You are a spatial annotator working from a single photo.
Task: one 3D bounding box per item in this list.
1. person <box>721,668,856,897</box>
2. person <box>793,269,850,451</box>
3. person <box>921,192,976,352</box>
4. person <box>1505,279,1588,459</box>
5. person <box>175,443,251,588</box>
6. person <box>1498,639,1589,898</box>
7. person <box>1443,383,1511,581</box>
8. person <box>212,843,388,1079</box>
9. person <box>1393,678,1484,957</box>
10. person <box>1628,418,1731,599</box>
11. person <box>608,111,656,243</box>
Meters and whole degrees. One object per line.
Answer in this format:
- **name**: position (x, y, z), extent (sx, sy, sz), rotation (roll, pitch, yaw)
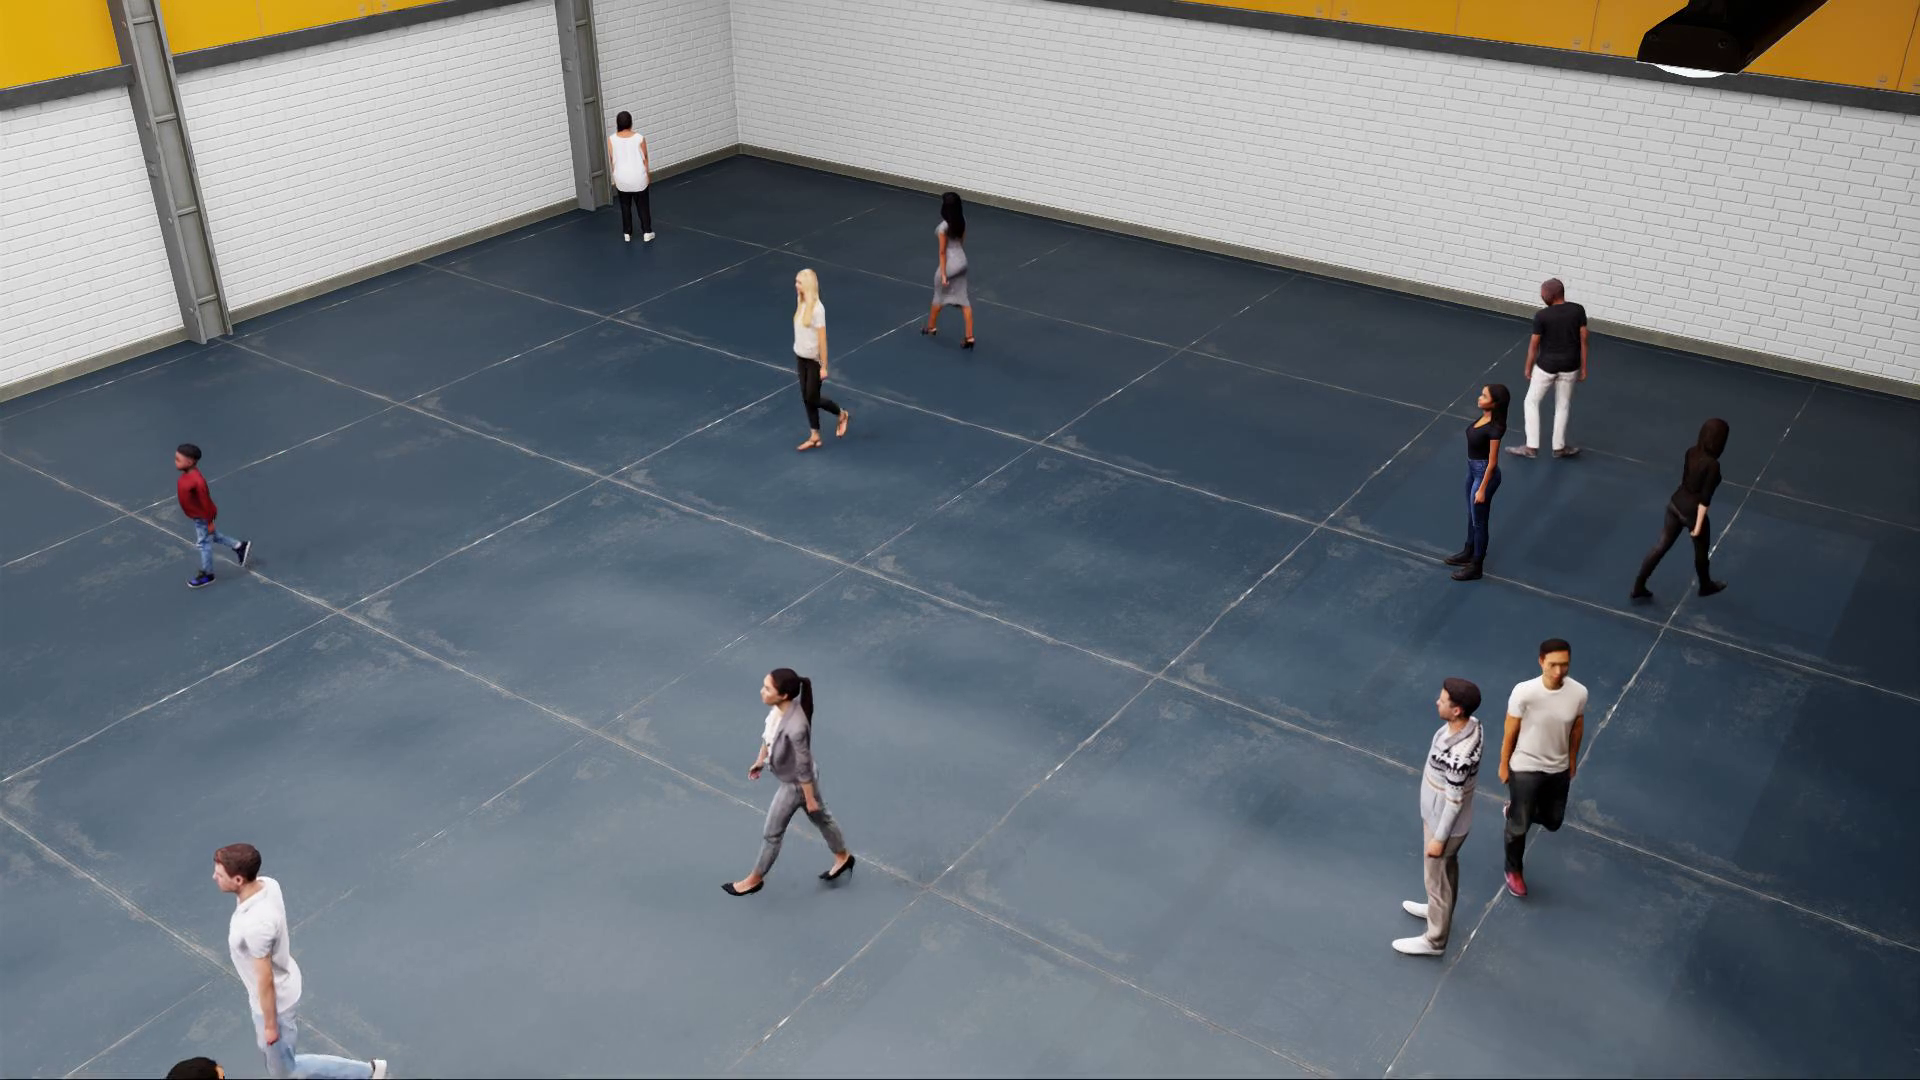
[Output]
- **person**: position (-0.924, 1.497, 10.230), extent (1.144, 1.625, 1.072), rotation (-5, 29, -9)
- **person**: position (-1.336, -1.727, 15.940), extent (0.880, 1.816, 0.751), rotation (-20, 34, -32)
- **person**: position (-0.006, -2.898, 18.157), extent (0.993, 1.749, 0.806), rotation (-23, 36, -35)
- **person**: position (5.708, -1.607, 15.766), extent (0.951, 1.772, 0.900), rotation (7, 29, 13)
- **person**: position (-6.236, -0.242, 13.817), extent (0.854, 1.241, 0.632), rotation (-22, 35, -34)
- **person**: position (3.563, 1.352, 10.328), extent (0.906, 1.785, 0.979), rotation (-2, 29, -5)
- **person**: position (4.322, -0.495, 13.764), extent (0.706, 1.737, 0.618), rotation (1, 29, 2)
- **person**: position (-3.417, 2.313, 8.518), extent (1.094, 1.832, 0.970), rotation (-10, 30, -18)
- **person**: position (2.865, 1.617, 9.763), extent (0.794, 1.860, 0.573), rotation (11, 31, 19)
- **person**: position (5.776, -0.198, 13.363), extent (1.119, 1.600, 0.977), rotation (-9, 30, -15)
- **person**: position (-4.266, -4.721, 21.564), extent (0.760, 1.687, 0.783), rotation (2, 29, 4)
